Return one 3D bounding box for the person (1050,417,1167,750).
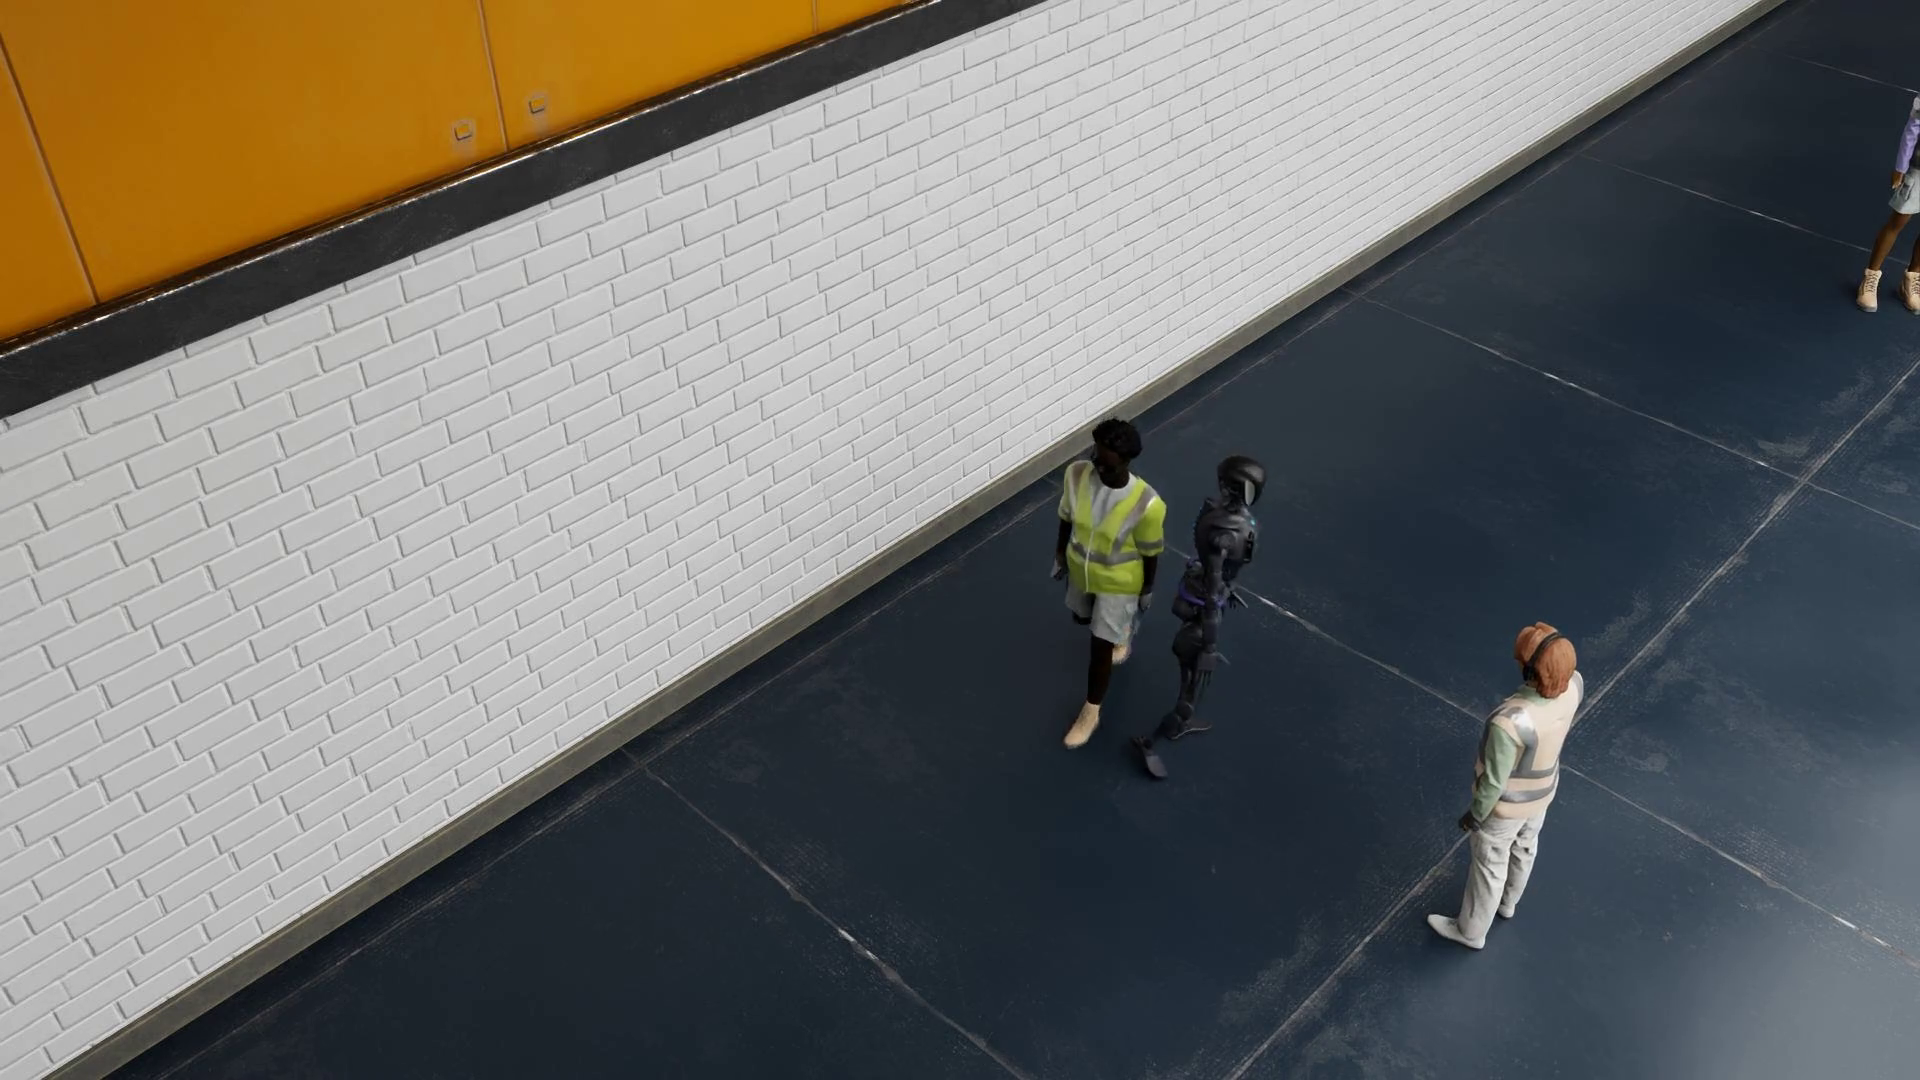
[{"bbox_3d":[0.697,0.119,7.648,0.531,1.674,0.735,28,46,30],"label":"person"}]

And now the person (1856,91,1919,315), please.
[{"bbox_3d":[6.205,-2.373,10.466,0.606,2.048,0.366,4,39,5],"label":"person"}]

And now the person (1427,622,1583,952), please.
[{"bbox_3d":[2.176,0.995,6.576,0.513,1.640,0.314,-28,46,-30],"label":"person"}]

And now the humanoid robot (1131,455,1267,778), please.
[{"bbox_3d":[1.053,0.309,7.412,0.450,1.648,0.622,12,40,14],"label":"humanoid robot"}]
